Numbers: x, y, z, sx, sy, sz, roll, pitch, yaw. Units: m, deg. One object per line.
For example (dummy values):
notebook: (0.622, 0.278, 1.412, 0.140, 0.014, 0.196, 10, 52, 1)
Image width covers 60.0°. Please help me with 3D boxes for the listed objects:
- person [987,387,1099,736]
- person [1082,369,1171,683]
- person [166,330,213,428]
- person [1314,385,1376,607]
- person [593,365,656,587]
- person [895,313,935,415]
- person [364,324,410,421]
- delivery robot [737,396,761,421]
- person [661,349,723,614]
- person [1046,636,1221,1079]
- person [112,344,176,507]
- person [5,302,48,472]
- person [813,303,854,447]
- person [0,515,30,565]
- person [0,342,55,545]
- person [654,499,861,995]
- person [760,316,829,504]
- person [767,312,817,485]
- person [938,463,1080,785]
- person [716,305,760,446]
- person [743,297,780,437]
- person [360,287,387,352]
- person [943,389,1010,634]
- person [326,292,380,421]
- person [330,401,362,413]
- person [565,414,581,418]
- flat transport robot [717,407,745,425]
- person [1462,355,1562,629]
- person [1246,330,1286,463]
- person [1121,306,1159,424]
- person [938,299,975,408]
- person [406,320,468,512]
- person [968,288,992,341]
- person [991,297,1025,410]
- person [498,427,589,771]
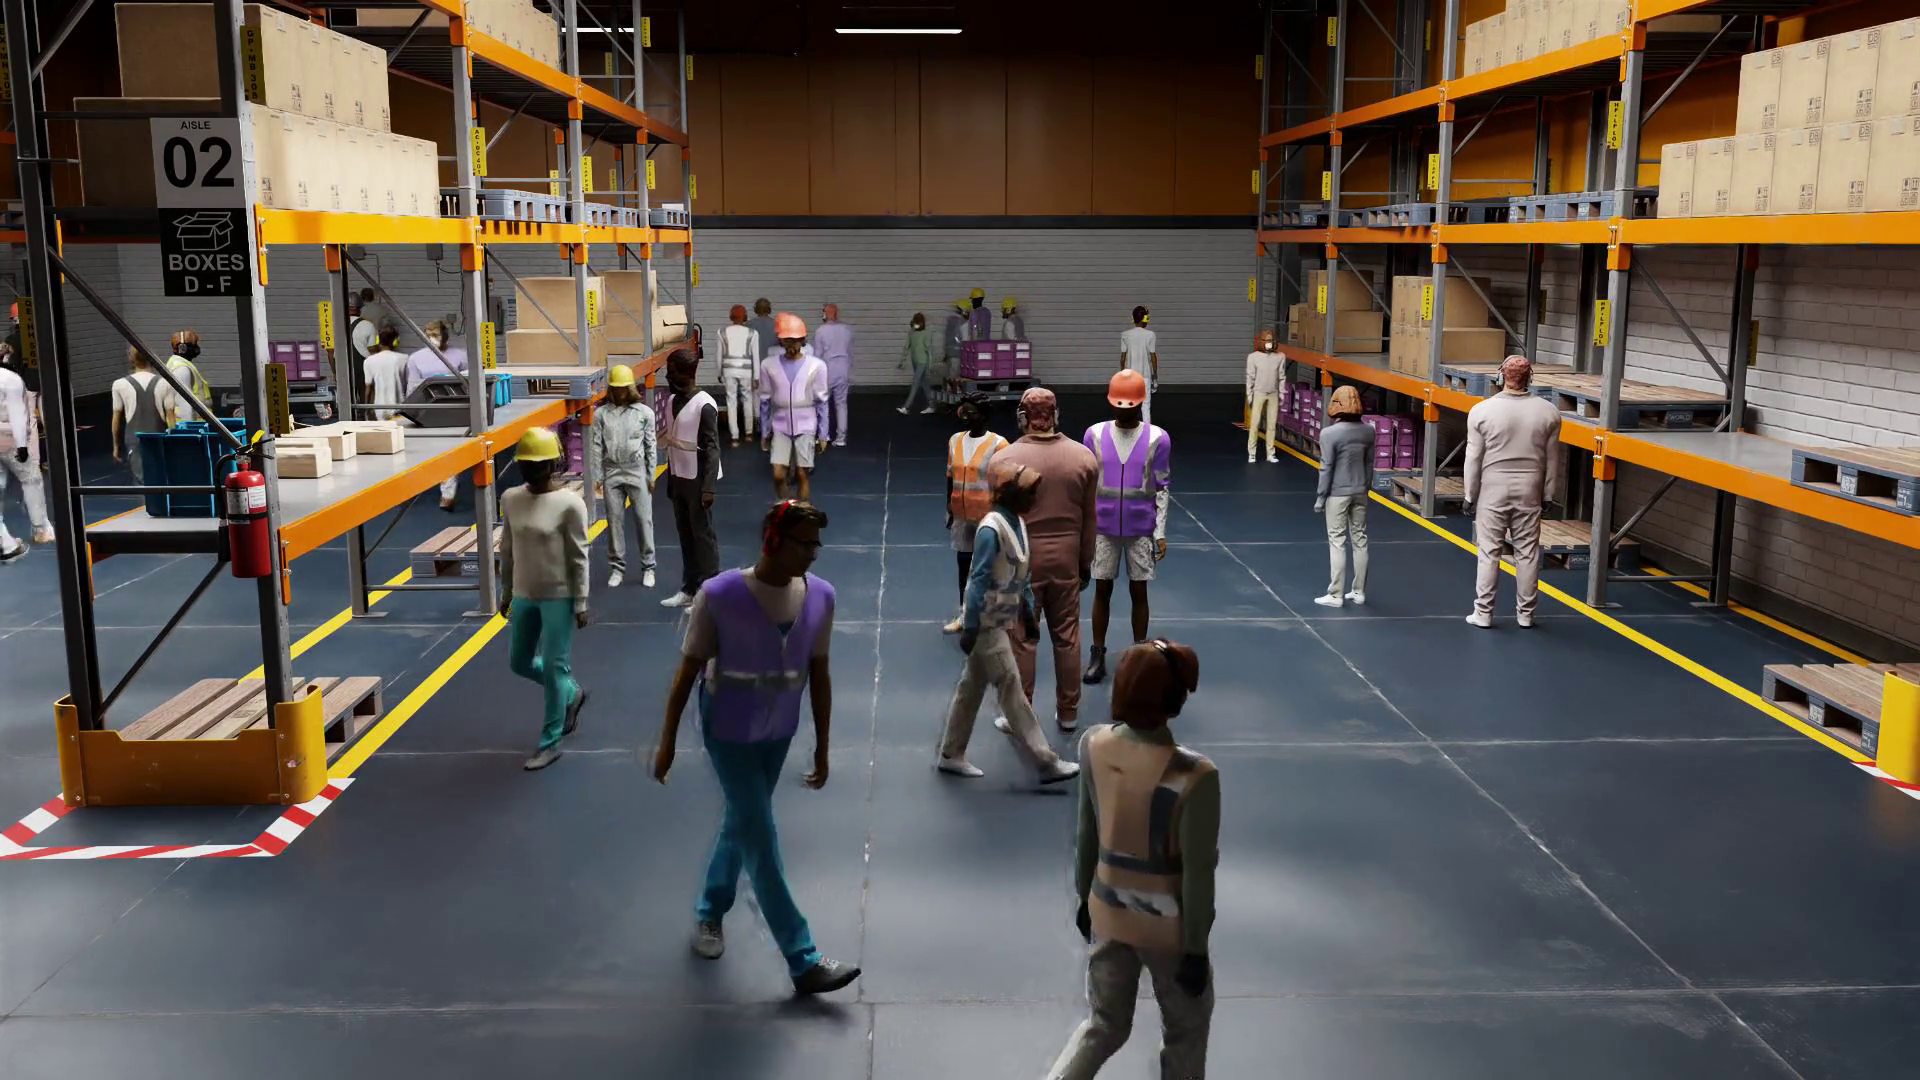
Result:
person: (0.428, 0.122, 9.048, 0.642, 1.906, 0.410, -3, 11, -19)
person: (0.989, -0.072, 10.063, 0.543, 1.928, 0.374, 2, 10, 11)
person: (-7.412, -1.096, 16.009, 0.430, 1.845, 0.624, -5, 11, -26)
person: (2.831, -0.319, 12.258, 0.498, 1.634, 0.284, -5, 11, -26)
person: (-2.606, -0.495, 12.953, 0.485, 1.739, 0.310, 0, 10, -2)
person: (-0.682, -2.717, 25.742, 0.863, 1.577, 0.537, -9, 13, -40)
person: (-5.907, -1.314, 17.226, 0.527, 1.843, 0.658, -1, 10, -7)
delivery robot: (-2.932, -1.890, 23.752, 0.477, 0.478, 0.707, -4, 11, -23)
person: (-1.942, -0.431, 12.091, 0.373, 1.915, 0.596, -8, 13, -38)
person: (0.464, 1.068, 4.583, 0.709, 1.618, 0.521, -8, 13, -39)
person: (-7.199, -0.841, 14.723, 0.533, 1.806, 0.923, -6, 12, -29)
person: (-10.826, -1.781, 19.404, 0.383, 1.992, 0.609, 4, 11, 23)
person: (-1.708, -2.160, 21.808, 0.663, 1.880, 0.653, -8, 13, -37)
person: (-8.119, -0.636, 13.585, 0.616, 1.785, 0.881, 1, 10, 7)
person: (-8.366, -0.842, 14.713, 0.695, 1.799, 0.763, 4, 11, 22)
person: (-0.732, 0.734, 6.006, 0.642, 1.771, 0.961, -9, 14, -42)
person: (-1.483, -0.980, 14.837, 0.639, 2.027, 0.427, 0, 10, 3)
person: (-1.858, -1.555, 18.356, 0.567, 1.914, 0.469, 2, 10, 11)
person: (0.263, 0.424, 8.206, 0.857, 1.590, 0.560, 3, 11, 17)
person: (-2.948, -2.199, 22.138, 0.587, 1.835, 0.979, -1, 10, -5)
person: (-2.685, -2.359, 22.805, 0.642, 1.924, 0.456, -2, 10, -9)
person: (-9.966, -3.309, 28.109, 0.646, 1.919, 0.489, -9, 14, -42)
person: (0.112, -0.172, 11.263, 0.541, 1.695, 0.315, 8, 13, 37)
person: (-7.827, -2.201, 21.611, 0.688, 2.000, 0.539, 1, 10, 4)
person: (-9.595, -2.864, 26.002, 0.885, 1.783, 0.715, 2, 10, 11)
person: (-6.069, -2.831, 25.437, 0.594, 1.924, 0.382, 7, 12, 35)
flat transport robot: (-3.675, -1.848, 24.572, 1.431, 0.197, 0.652, 4, 11, 20)
person: (3.800, -0.324, 11.529, 0.641, 1.908, 0.407, 0, 10, 2)
person: (3.718, -1.743, 20.226, 0.500, 1.624, 0.286, -2, 10, -11)
person: (2.308, -2.072, 21.387, 0.520, 1.865, 0.327, 5, 11, 25)
person: (-0.052, -2.973, 26.658, 0.795, 1.779, 0.658, -5, 12, -28)
person: (-5.183, -1.218, 16.515, 0.652, 1.900, 0.920, 0, 10, -1)
person: (0.298, -3.192, 27.447, 0.379, 1.924, 0.594, 5, 11, 27)
person: (0.736, -2.953, 26.483, 0.832, 1.798, 0.615, 4, 11, 22)
person: (-2.120, 0.275, 8.591, 0.541, 1.750, 0.549, 4, 11, 23)
